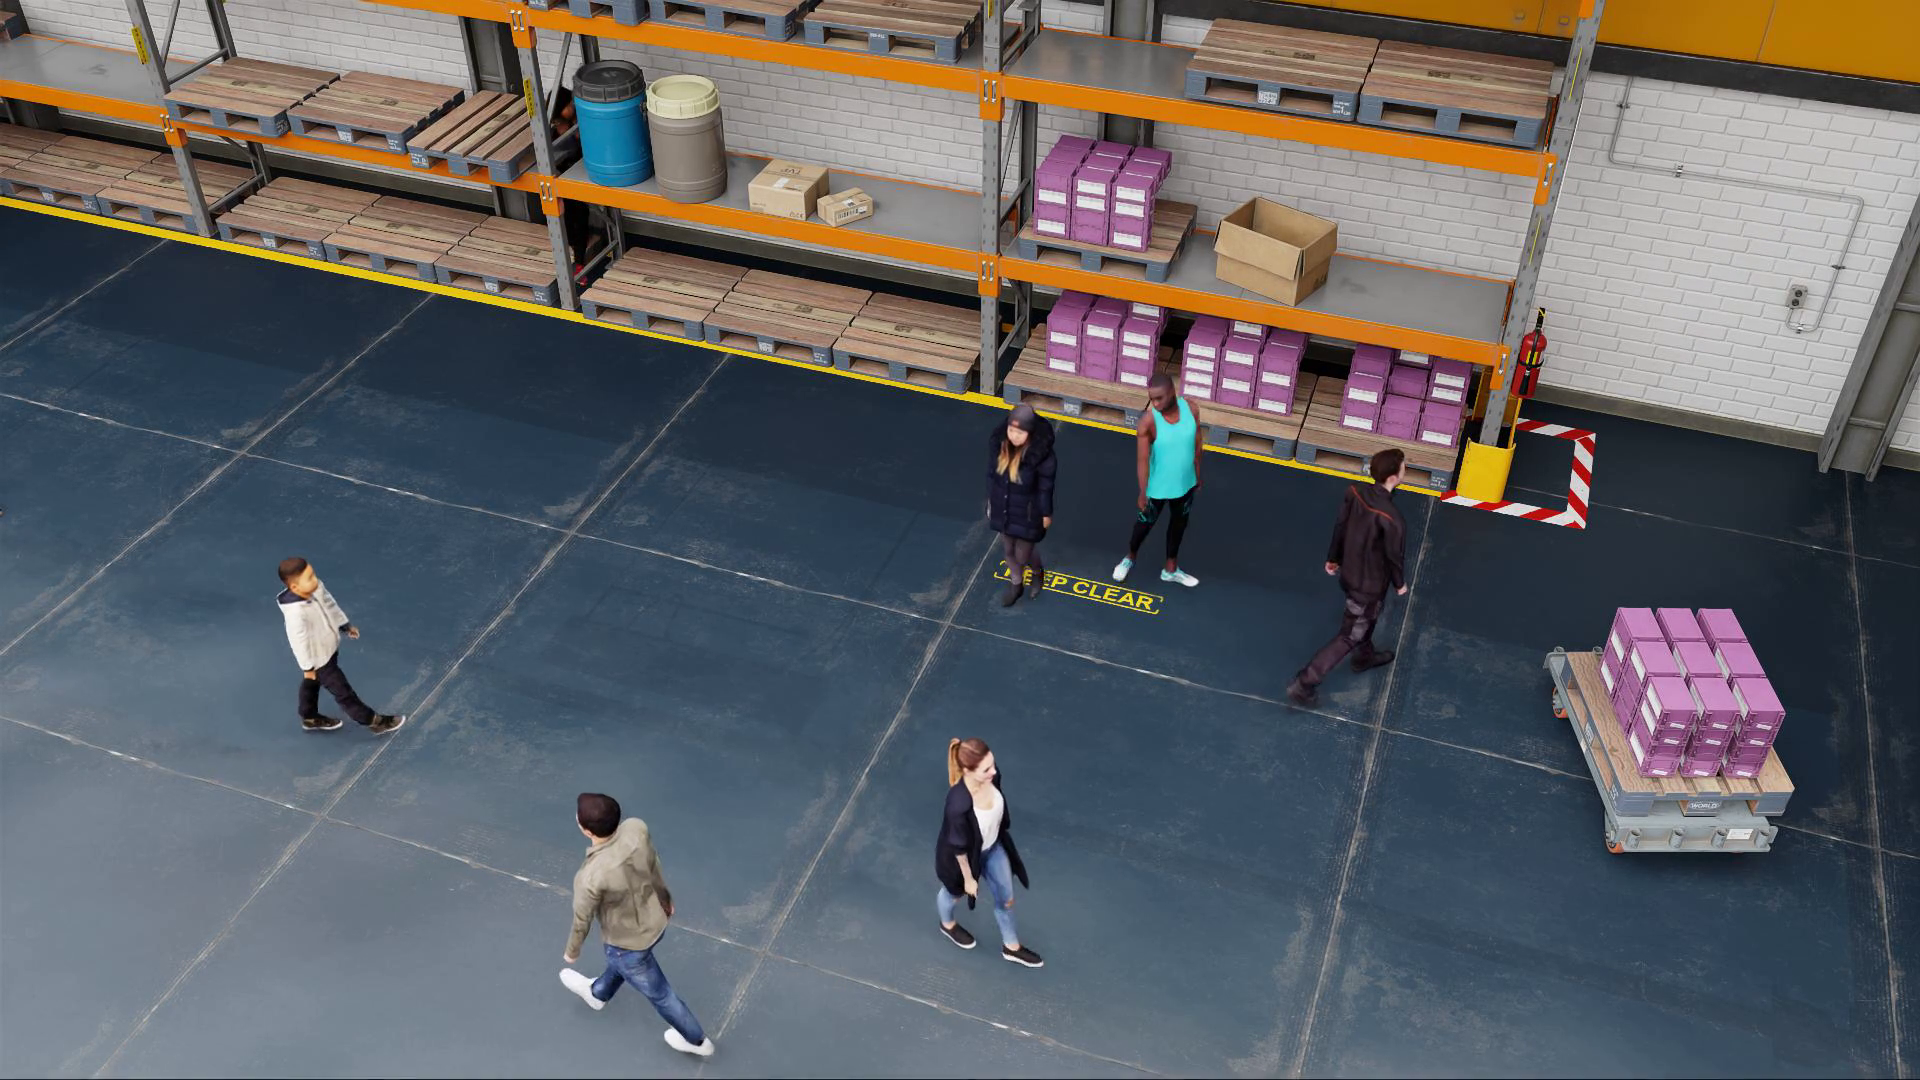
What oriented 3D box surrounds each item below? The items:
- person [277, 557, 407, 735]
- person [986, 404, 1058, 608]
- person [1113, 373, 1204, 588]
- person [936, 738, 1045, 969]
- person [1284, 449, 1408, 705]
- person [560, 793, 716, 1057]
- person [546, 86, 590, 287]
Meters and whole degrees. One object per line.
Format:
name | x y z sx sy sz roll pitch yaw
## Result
person | -4.075 0.693 10.378 1.017 1.418 0.839 -4 39 -5
person | 0.448 -0.273 11.386 0.717 1.670 0.809 23 44 27
person | 1.473 -0.412 11.470 0.857 1.783 0.920 -27 46 -29
person | -0.014 1.645 8.992 0.966 1.661 0.789 25 45 28
person | 2.494 0.273 10.532 1.261 1.883 1.144 -13 40 -15
person | -1.574 2.019 8.405 1.207 1.809 0.754 15 41 18
person | -3.551 -3.253 15.029 0.944 1.781 0.968 -9 39 -11
